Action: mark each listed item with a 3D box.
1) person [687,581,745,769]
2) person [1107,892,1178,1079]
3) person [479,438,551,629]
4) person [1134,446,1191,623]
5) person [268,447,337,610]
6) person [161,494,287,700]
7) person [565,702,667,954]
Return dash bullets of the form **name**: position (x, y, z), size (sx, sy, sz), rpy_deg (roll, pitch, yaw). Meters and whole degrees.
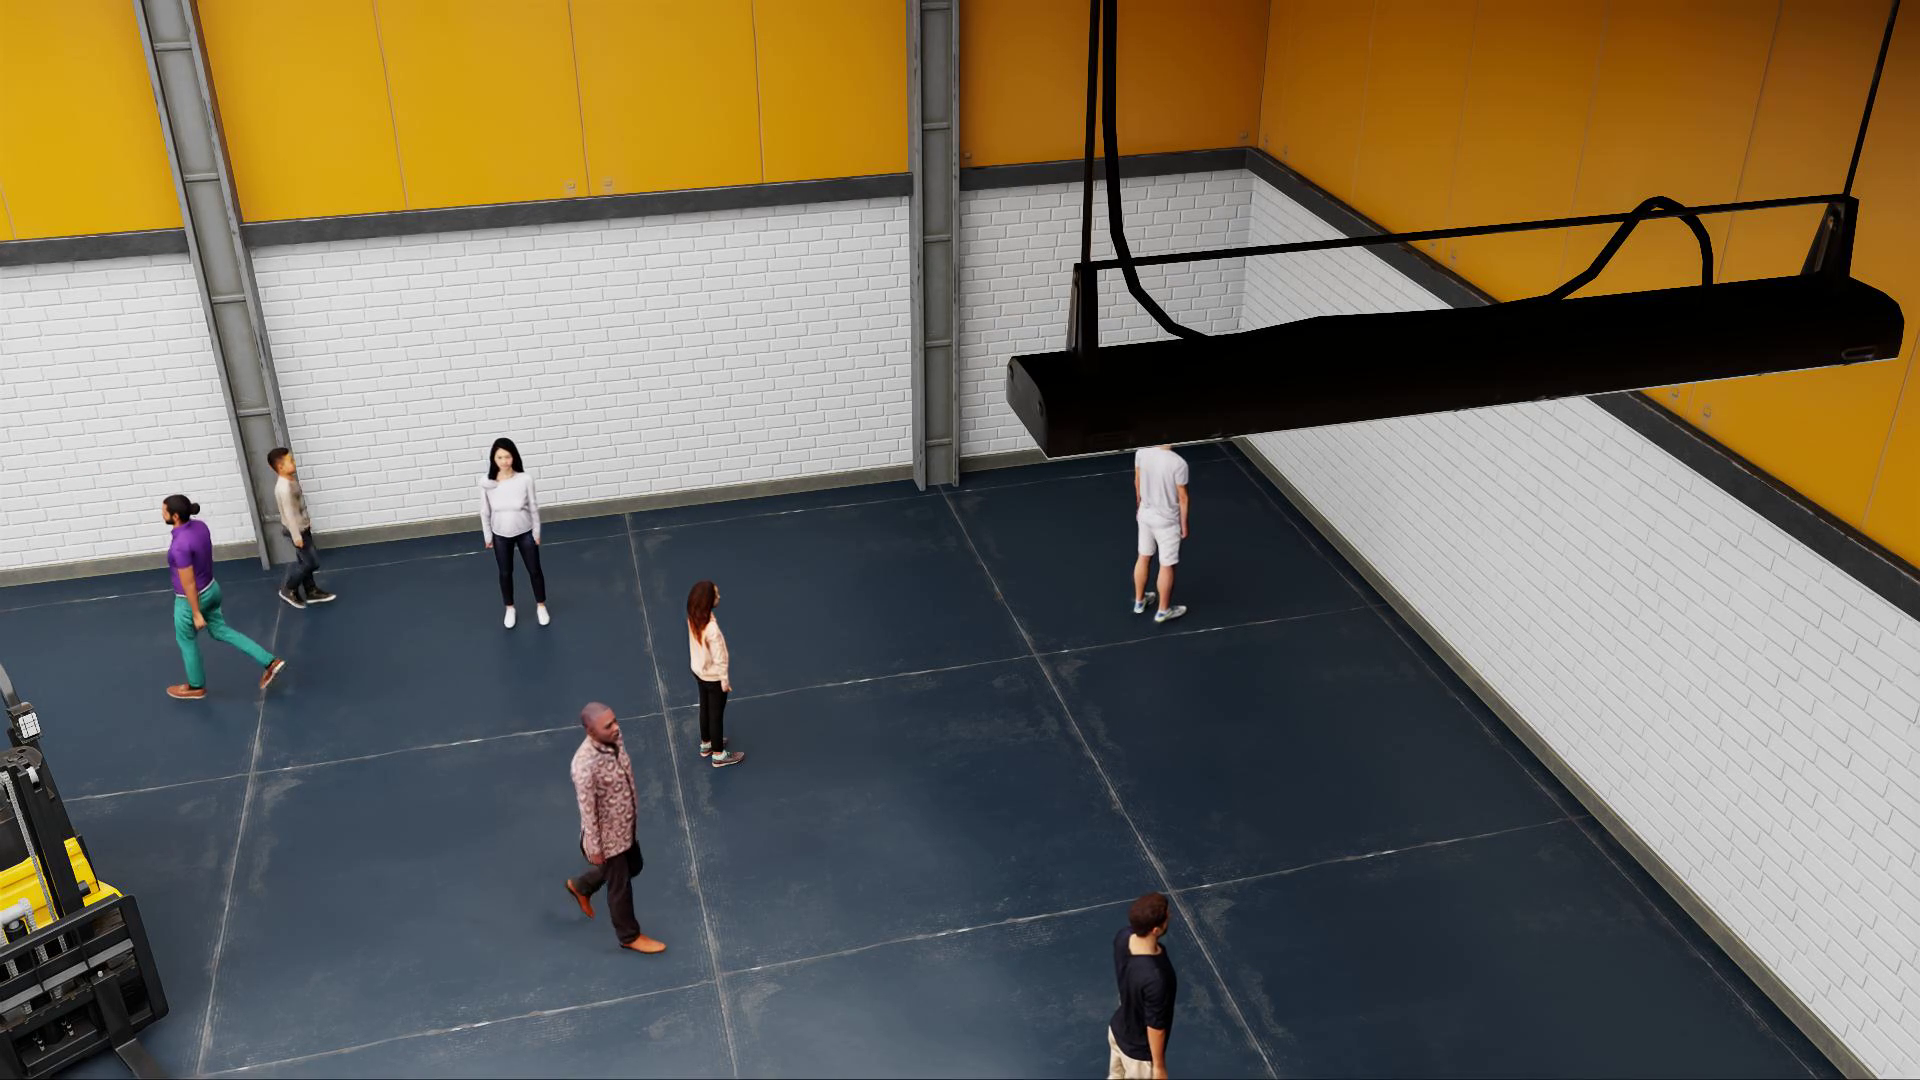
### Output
- **person**: position (-1.793, 0.942, 11.959), size (0.606, 1.483, 0.631), rpy_deg (-19, 34, -30)
- **person**: position (0.909, 2.575, 8.582), size (0.559, 1.851, 0.645), rpy_deg (-9, 30, -16)
- **person**: position (-3.640, -0.069, 13.588), size (0.502, 1.698, 0.687), rpy_deg (-5, 29, -8)
- **person**: position (1.640, -0.201, 13.665), size (0.766, 1.856, 0.765), rpy_deg (25, 37, 37)
- **person**: position (-5.595, -0.082, 13.862), size (0.634, 1.459, 0.552), rpy_deg (-7, 29, -13)
- **person**: position (-5.665, 0.448, 12.596), size (1.194, 1.740, 0.809), rpy_deg (-1, 29, -1)
- **person**: position (-2.205, 1.750, 10.160), size (1.094, 1.787, 0.965), rpy_deg (8, 30, 14)
